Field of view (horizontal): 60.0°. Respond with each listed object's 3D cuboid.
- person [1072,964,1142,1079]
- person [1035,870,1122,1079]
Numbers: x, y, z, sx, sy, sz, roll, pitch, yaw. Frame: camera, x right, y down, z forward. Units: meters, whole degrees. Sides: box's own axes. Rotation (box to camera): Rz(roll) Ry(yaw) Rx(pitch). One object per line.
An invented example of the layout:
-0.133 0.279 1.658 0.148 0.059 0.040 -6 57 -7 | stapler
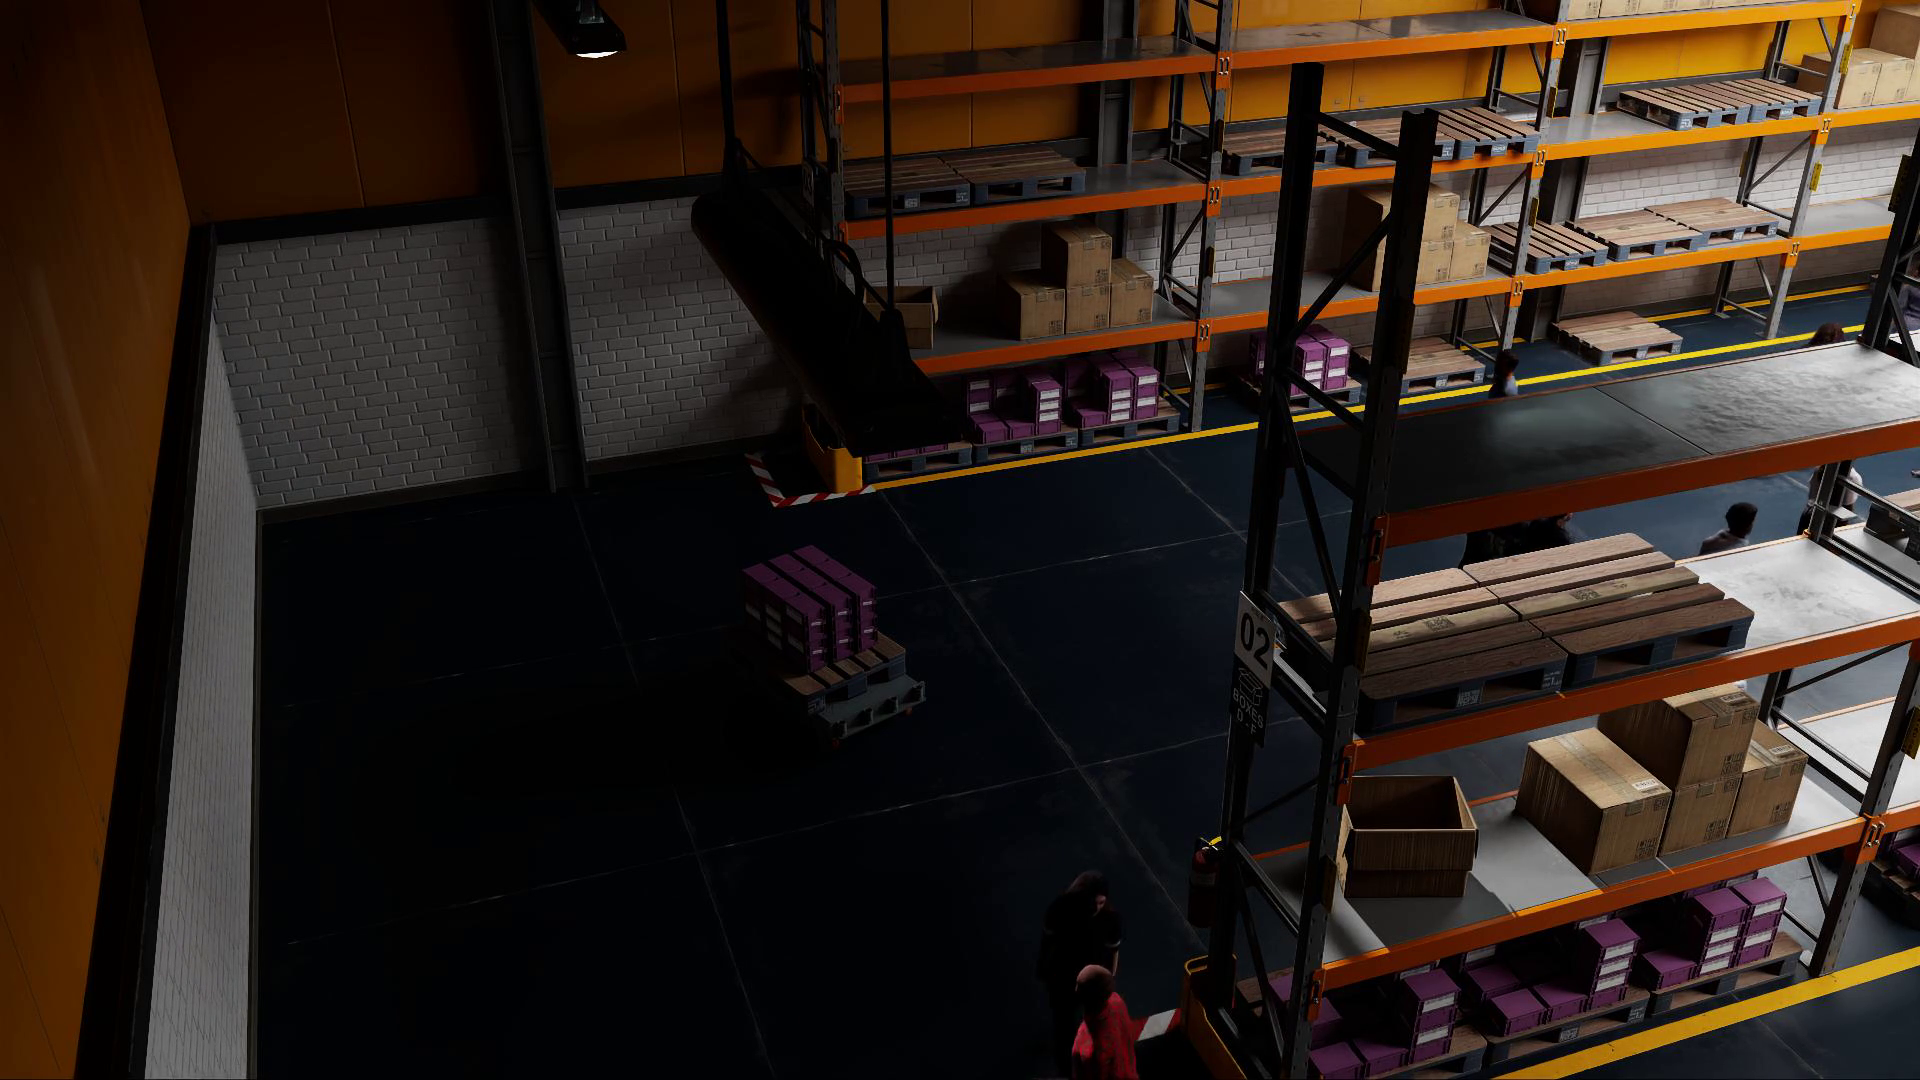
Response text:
0.841 2.992 8.784 1.067 1.797 0.983 9 30 15 | person
0.709 2.519 9.872 1.170 1.584 1.047 6 29 10 | person
